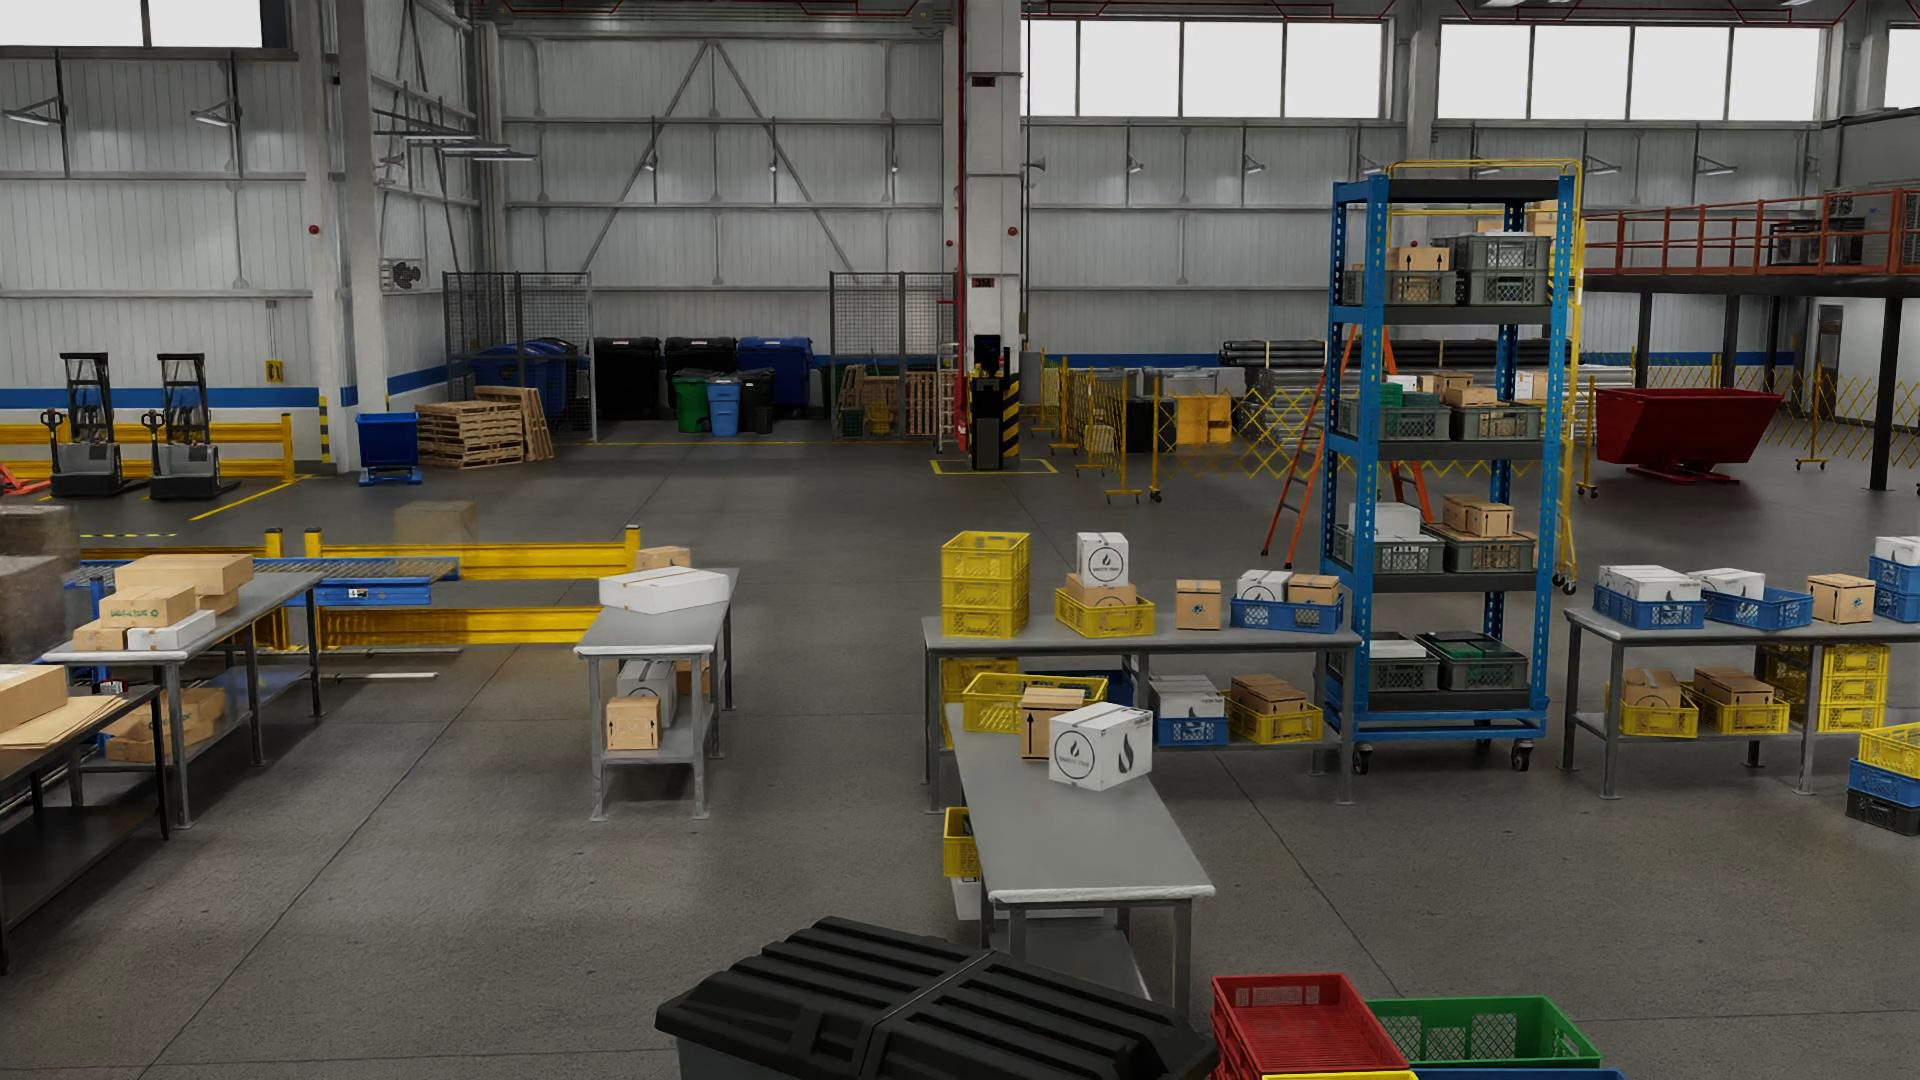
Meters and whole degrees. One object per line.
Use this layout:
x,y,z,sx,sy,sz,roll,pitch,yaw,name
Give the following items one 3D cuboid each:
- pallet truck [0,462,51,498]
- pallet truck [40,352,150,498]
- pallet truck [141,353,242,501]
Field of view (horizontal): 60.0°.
-13.193,-1.293,23.148,0.653,1.274,1.630,-1,9,-4,pallet truck
-11.907,-1.642,23.165,0.823,1.965,1.885,0,9,0,pallet truck
-10.520,-1.604,22.925,0.823,1.965,1.885,-1,9,-6,pallet truck
